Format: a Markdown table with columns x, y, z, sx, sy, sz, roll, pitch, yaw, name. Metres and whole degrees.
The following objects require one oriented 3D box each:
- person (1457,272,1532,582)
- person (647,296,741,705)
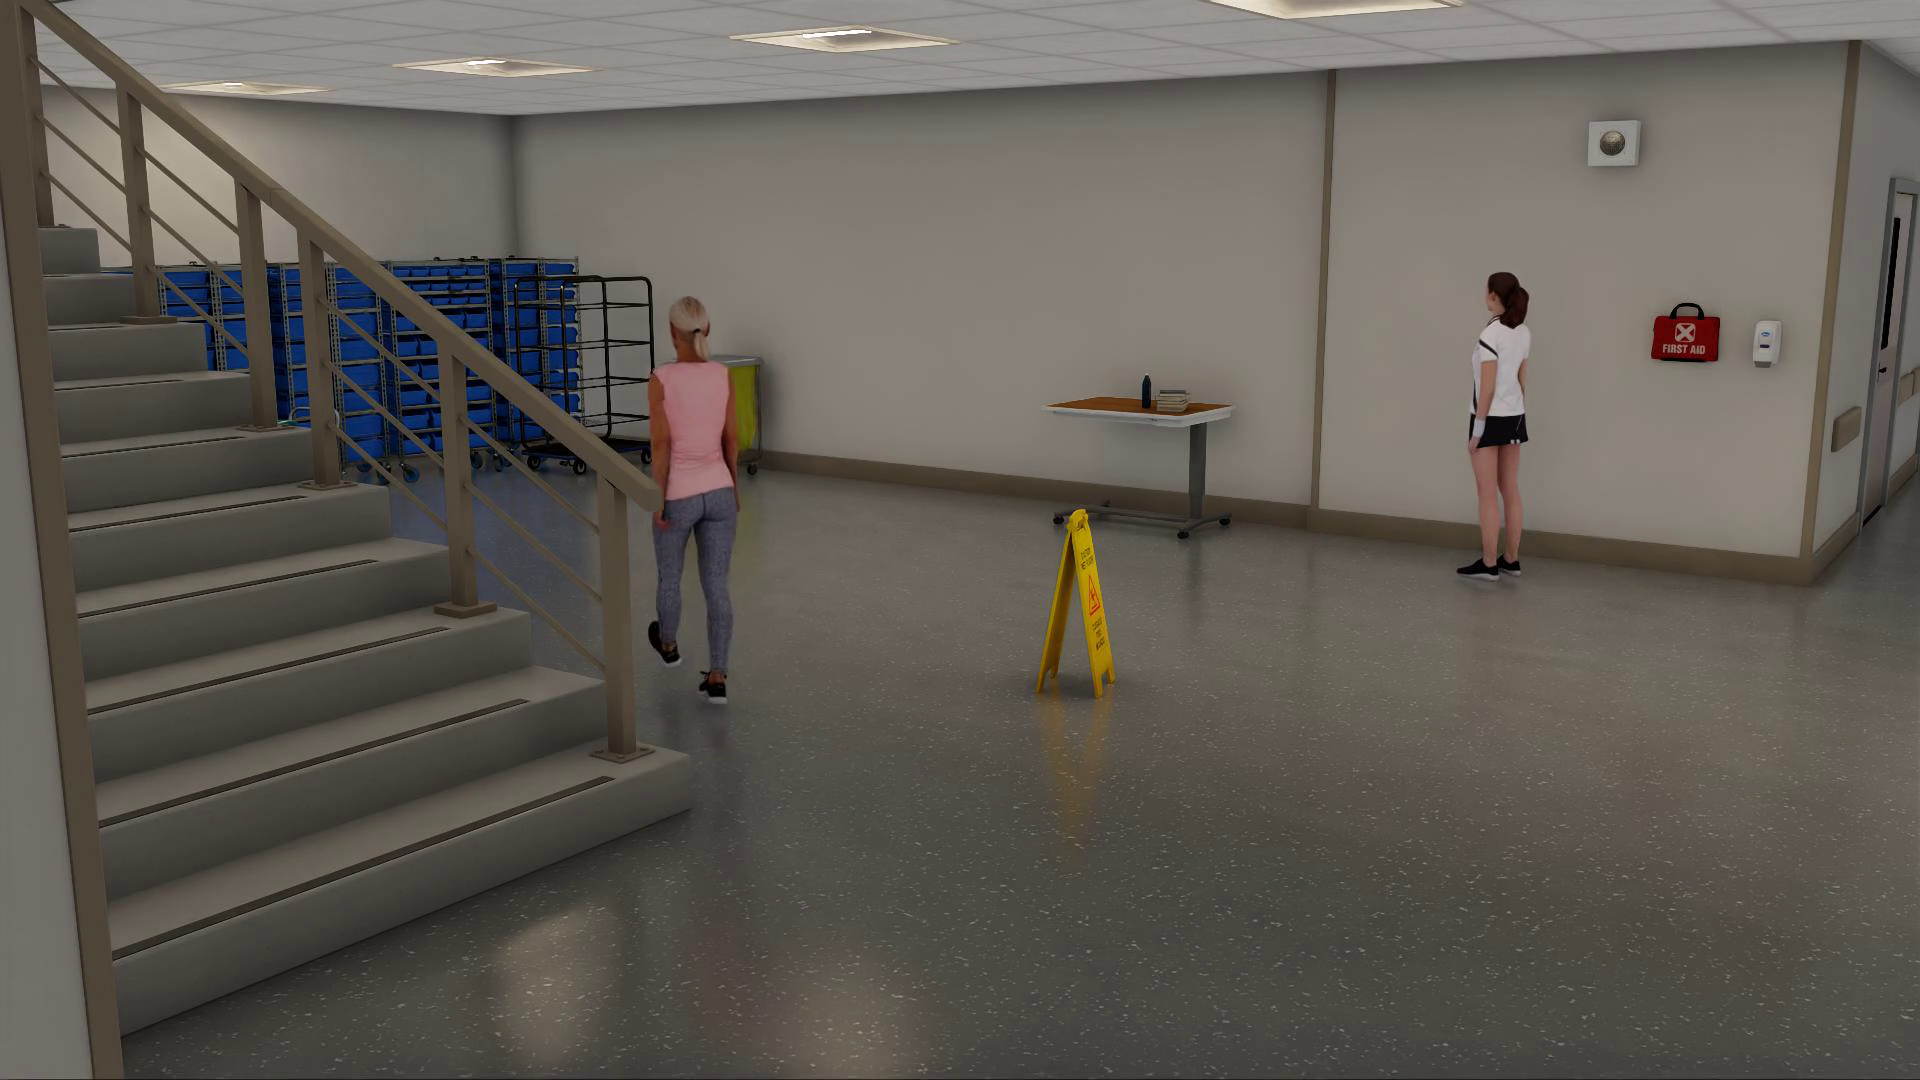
| x | y | z | sx | sy | sz | roll | pitch | yaw | name |
| --- | --- | --- | --- | --- | --- | --- | --- | --- | --- |
| 3.083 | -0.650 | 9.533 | 0.639 | 1.750 | 0.632 | -7 | 13 | -35 | person |
| -1.090 | -0.136 | 6.991 | 0.960 | 1.687 | 1.157 | -4 | 12 | -22 | person |
